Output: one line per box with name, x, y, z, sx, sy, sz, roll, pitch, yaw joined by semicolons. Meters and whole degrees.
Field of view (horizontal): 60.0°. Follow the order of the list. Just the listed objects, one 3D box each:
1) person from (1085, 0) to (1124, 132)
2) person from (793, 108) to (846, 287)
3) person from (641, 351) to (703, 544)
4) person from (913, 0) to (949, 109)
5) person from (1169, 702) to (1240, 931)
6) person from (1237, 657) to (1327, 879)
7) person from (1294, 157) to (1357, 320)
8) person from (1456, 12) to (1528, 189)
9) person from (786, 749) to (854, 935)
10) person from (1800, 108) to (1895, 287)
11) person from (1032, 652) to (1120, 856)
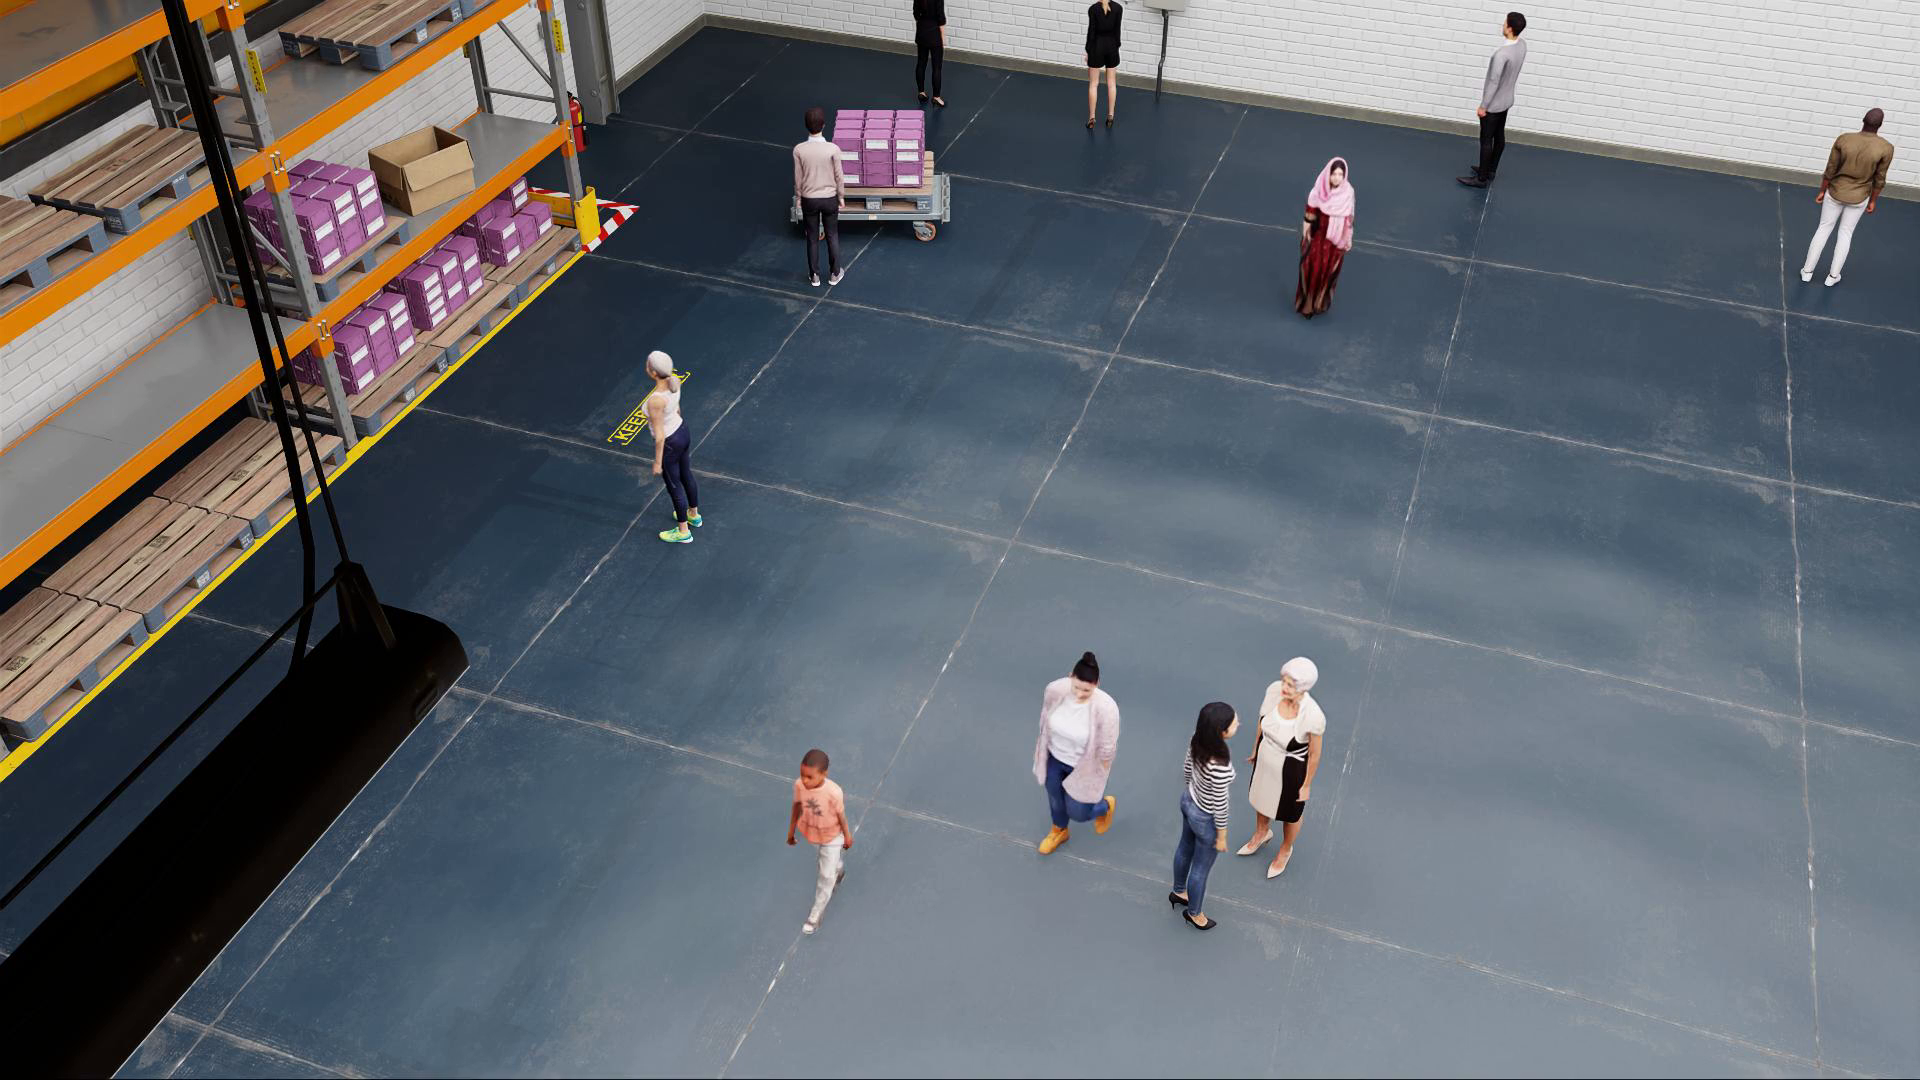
person;1.623;-5.560;19.012;0.663;1.768;0.686;-9;39;-11
person;-1.372;-3.332;16.190;0.695;1.807;0.657;0;39;0
person;-2.253;-0.737;13.025;0.674;1.702;0.477;10;40;12
person;-0.358;-5.919;19.547;0.667;1.660;0.654;28;46;30
person;1.453;1.650;9.961;0.714;1.796;0.619;-10;40;-13
person;2.011;1.402;10.304;0.717;1.754;0.707;-26;45;-28
person;3.464;-2.922;15.807;0.806;1.645;0.845;-5;39;-7
person;5.778;-4.721;17.836;0.885;1.923;0.722;30;47;32
person;-0.811;1.740;10.254;0.597;1.290;0.829;19;42;22
person;8.634;-3.339;16.184;0.755;1.825;0.641;20;43;23
person;0.784;1.314;10.437;0.841;1.726;0.921;31;48;33
